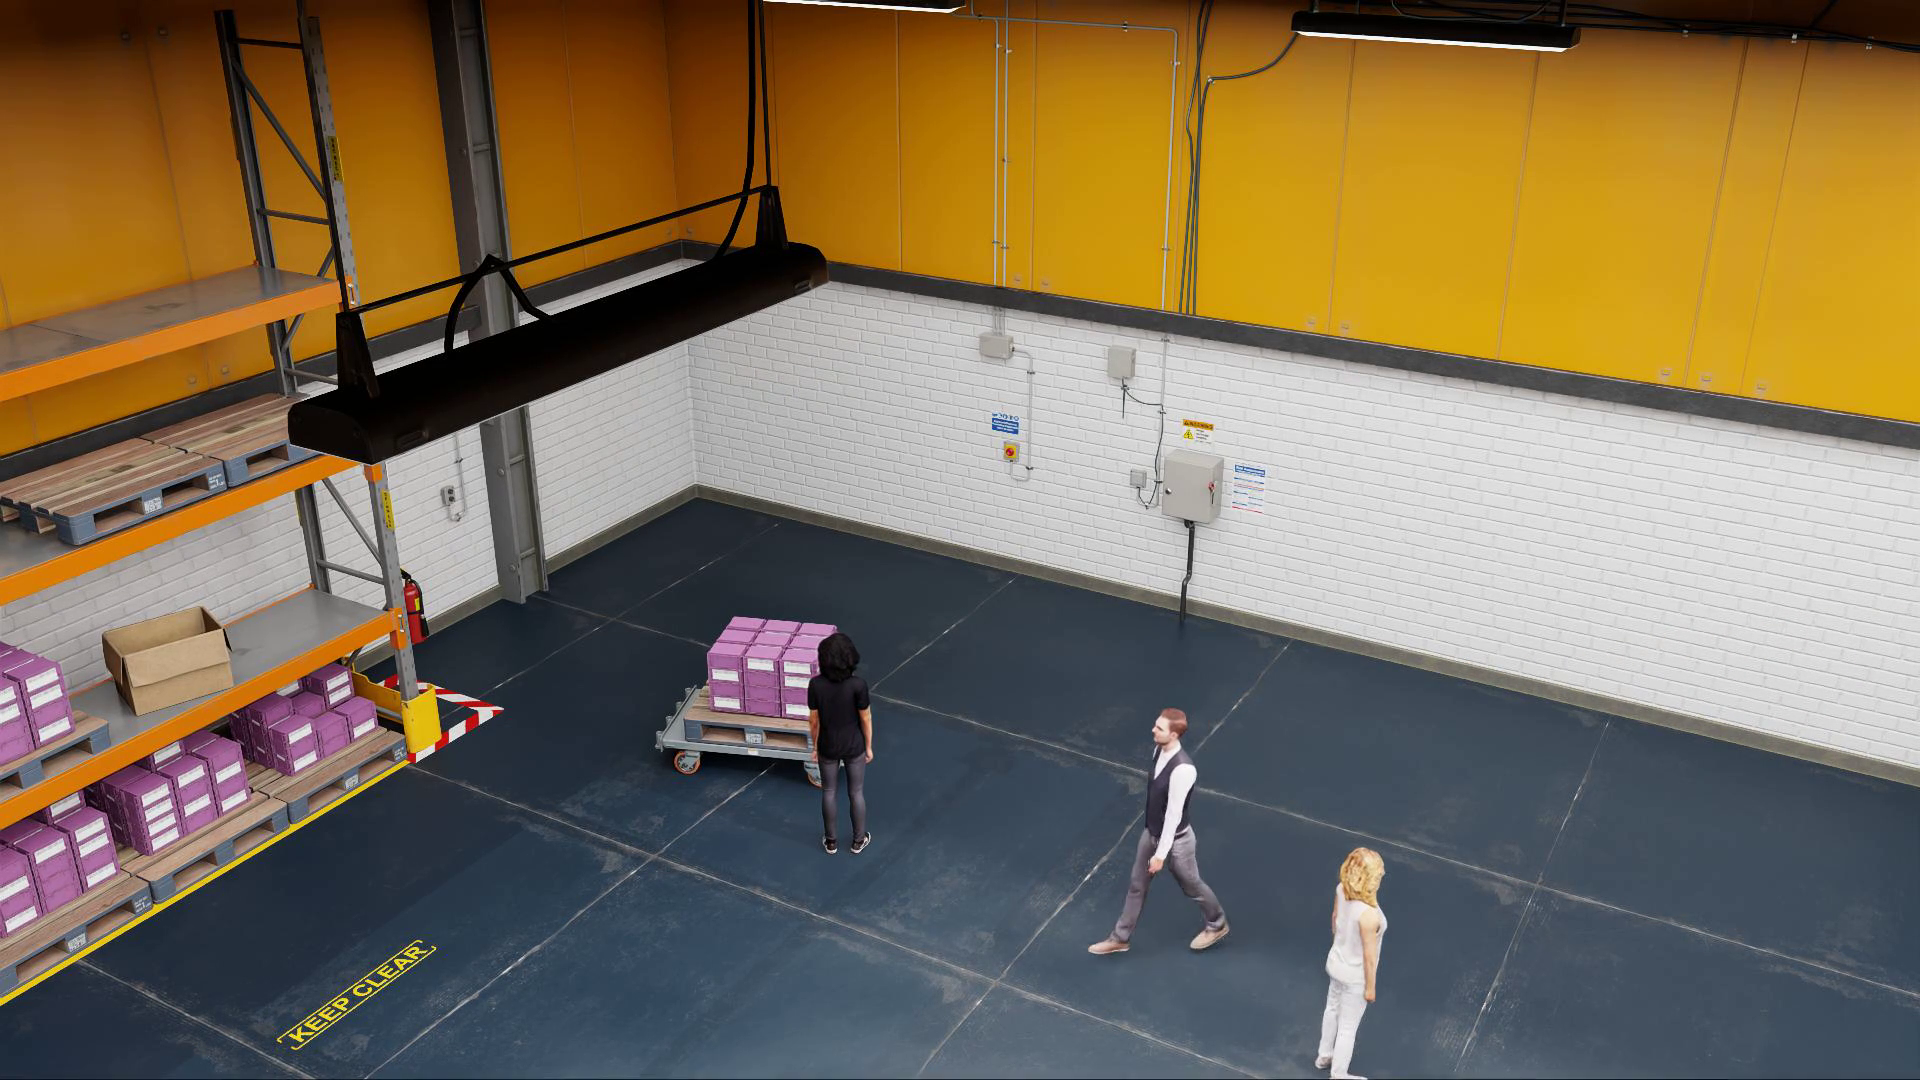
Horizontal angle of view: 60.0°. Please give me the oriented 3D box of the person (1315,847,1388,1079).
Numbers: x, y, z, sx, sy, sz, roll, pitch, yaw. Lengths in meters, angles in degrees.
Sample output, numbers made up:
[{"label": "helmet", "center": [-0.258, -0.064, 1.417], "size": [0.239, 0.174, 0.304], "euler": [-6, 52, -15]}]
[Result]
[{"label": "person", "center": [2.400, 2.617, 10.246], "size": [0.748, 1.670, 0.687], "euler": [-6, 24, -13]}]

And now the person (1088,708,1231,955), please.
[{"label": "person", "center": [1.518, 2.020, 11.326], "size": [1.299, 1.897, 1.180], "euler": [-8, 25, -17]}]

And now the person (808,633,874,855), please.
[{"label": "person", "center": [-0.899, 1.534, 12.516], "size": [0.706, 1.836, 0.692], "euler": [1, 24, 2]}]
